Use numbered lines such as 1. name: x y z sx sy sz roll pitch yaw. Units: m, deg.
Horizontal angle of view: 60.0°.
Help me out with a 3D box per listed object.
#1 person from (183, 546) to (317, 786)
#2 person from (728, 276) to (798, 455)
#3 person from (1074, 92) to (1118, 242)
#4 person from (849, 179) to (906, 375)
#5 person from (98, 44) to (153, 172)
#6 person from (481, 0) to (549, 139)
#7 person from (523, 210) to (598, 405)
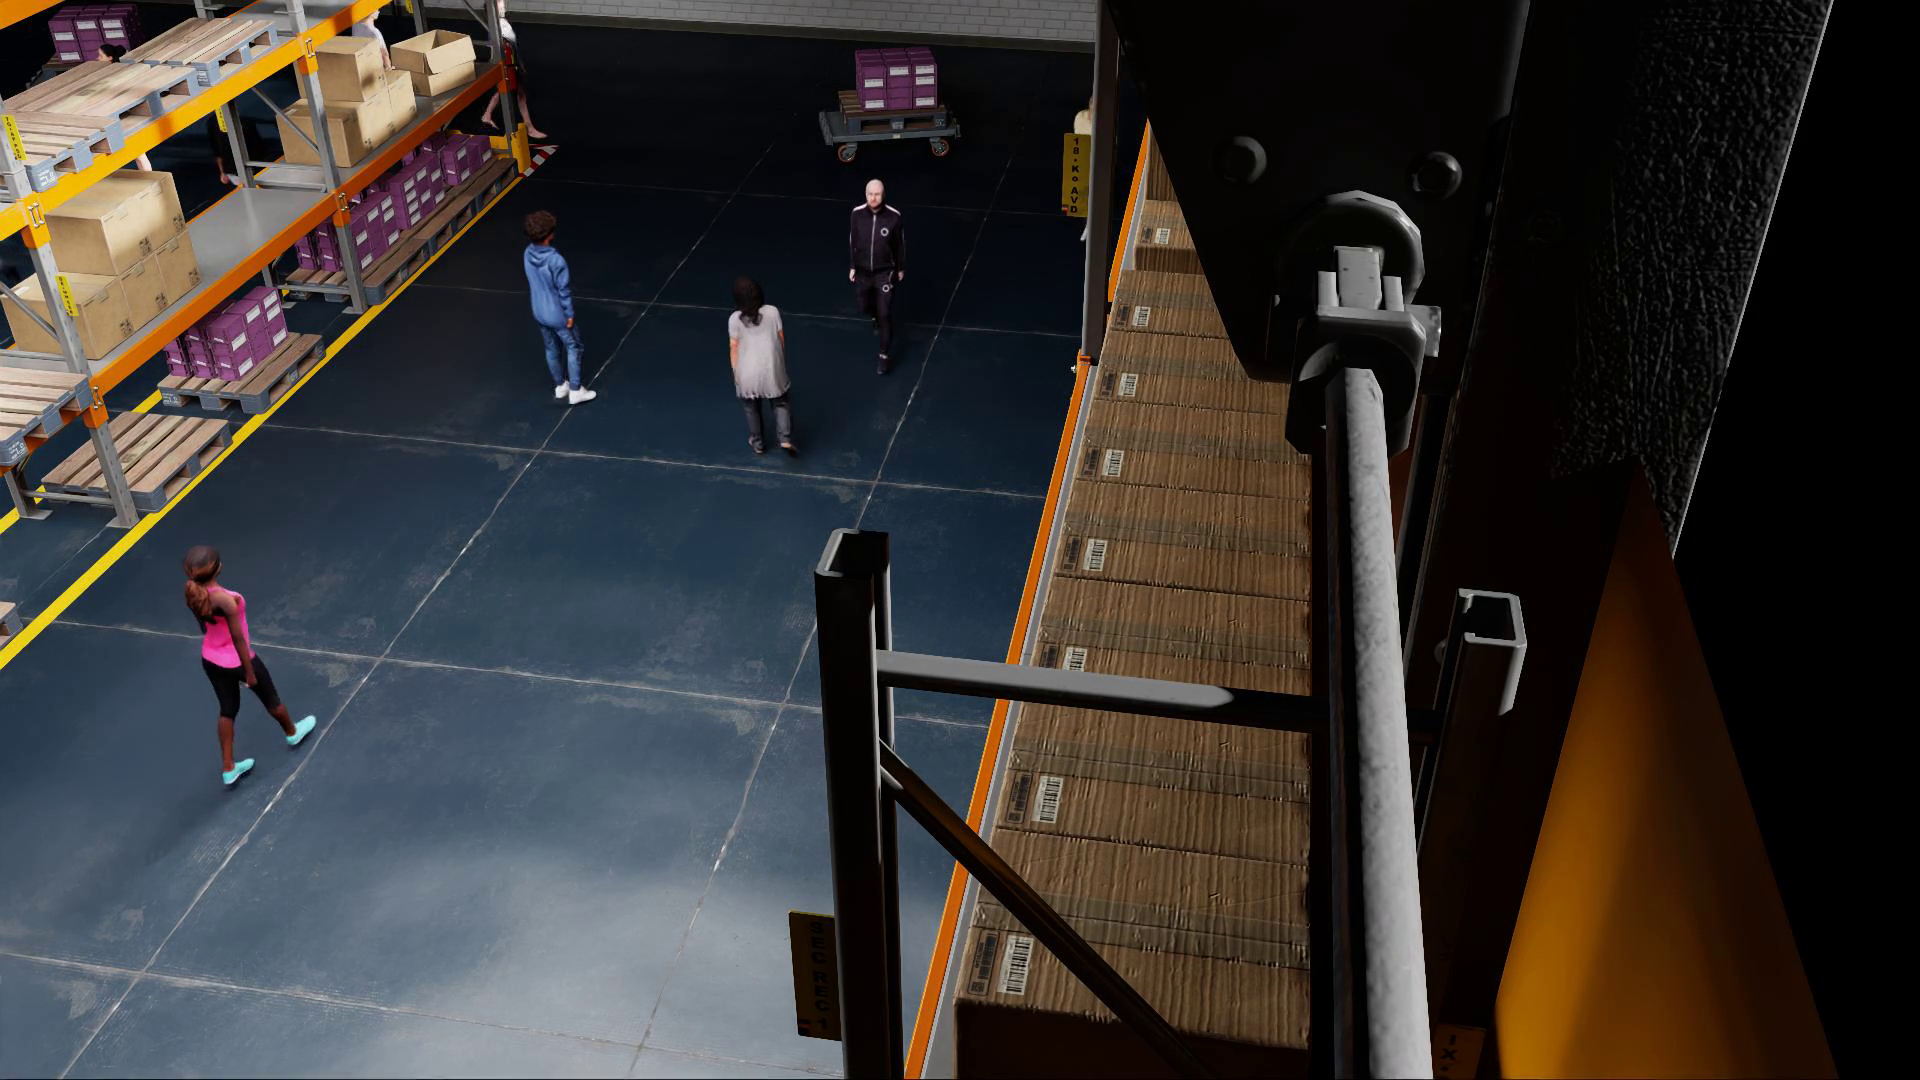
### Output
1. person: -4.685 0.815 10.548 0.730 1.696 1.020 14 36 20
2. person: -1.677 -1.423 14.018 0.860 1.584 0.980 -8 34 -11
3. person: 1.445 -4.102 18.028 0.811 1.605 1.117 14 36 20
4. person: -0.749 -2.505 15.440 0.674 1.811 1.035 6 34 9
5. person: -9.445 -4.742 18.847 0.766 1.765 0.703 -20 38 -27
6. person: -5.656 -5.806 20.484 0.681 1.724 1.083 4 34 6
7. person: -3.640 -2.038 14.744 0.776 1.804 0.764 18 38 25
